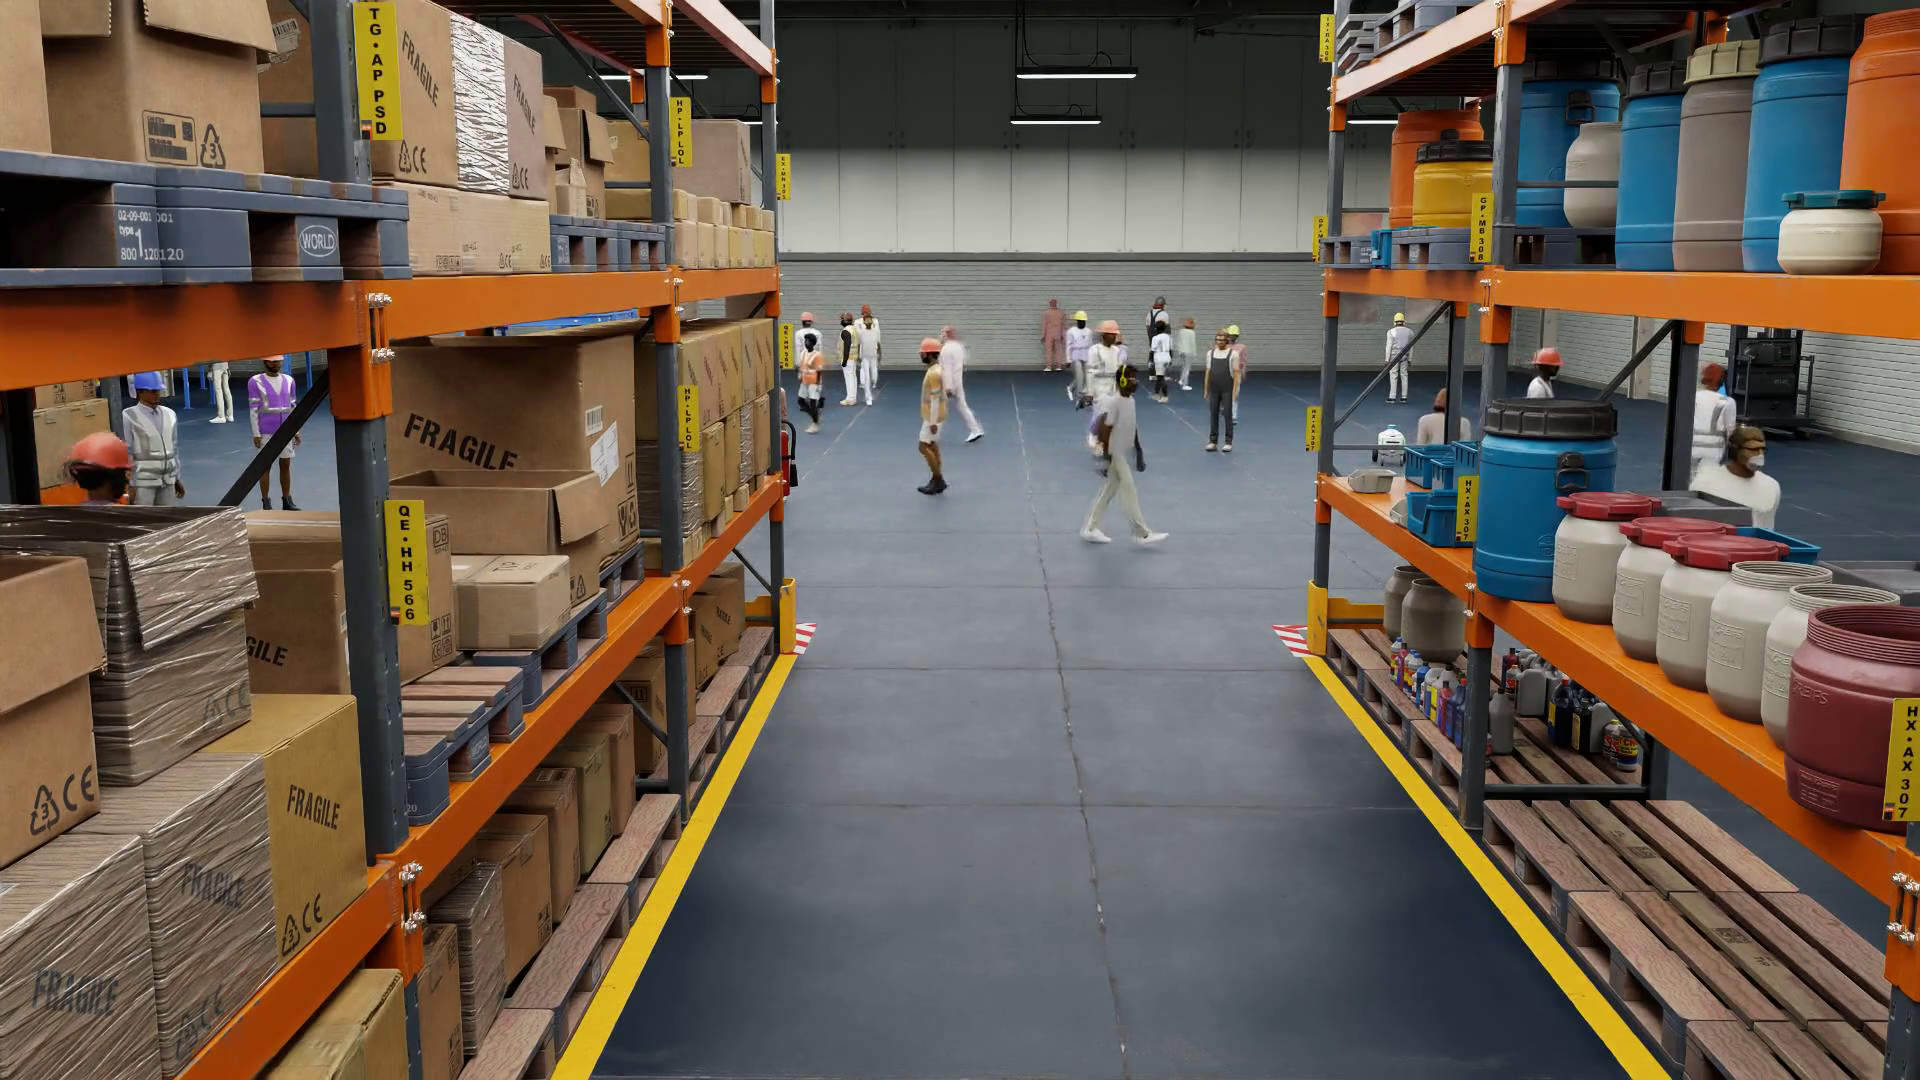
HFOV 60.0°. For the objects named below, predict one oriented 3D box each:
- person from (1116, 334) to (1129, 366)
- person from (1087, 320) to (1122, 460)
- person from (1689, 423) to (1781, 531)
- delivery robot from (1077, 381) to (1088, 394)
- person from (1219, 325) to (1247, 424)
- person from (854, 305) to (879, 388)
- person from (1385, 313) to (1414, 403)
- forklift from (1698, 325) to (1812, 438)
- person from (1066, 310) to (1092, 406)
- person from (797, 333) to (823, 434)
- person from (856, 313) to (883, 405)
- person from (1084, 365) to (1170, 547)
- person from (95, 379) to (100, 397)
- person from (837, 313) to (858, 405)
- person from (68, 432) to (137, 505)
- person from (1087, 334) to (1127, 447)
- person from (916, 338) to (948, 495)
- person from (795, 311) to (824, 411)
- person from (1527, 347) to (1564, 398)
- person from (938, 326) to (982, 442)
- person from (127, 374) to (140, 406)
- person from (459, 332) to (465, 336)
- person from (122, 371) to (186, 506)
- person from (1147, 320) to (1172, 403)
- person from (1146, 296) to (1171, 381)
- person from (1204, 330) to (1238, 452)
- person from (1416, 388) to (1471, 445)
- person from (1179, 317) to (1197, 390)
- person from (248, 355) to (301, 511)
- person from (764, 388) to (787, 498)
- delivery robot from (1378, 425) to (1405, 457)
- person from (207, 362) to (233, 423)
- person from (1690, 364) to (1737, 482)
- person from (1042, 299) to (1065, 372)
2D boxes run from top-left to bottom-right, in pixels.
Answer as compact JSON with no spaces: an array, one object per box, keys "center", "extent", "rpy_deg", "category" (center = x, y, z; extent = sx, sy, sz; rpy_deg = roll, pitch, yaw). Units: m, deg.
[{"center":[2.865,-3.046,30.642],"extent":[0.515,1.576,0.882],"rpy_deg":[0,9,3],"category":"person"},{"center":[2.162,-2.147,23.964],"extent":[0.647,2.019,0.637],"rpy_deg":[9,13,44],"category":"person"},{"center":[4.691,0.216,10.211],"extent":[0.634,1.899,1.006],"rpy_deg":[-1,10,-9],"category":"person"},{"center":[2.511,-2.978,32.397],"extent":[0.335,0.223,0.698],"rpy_deg":[4,10,22],"category":"delivery robot"},{"center":[4.812,-2.942,29.499],"extent":[0.540,1.754,0.461],"rpy_deg":[0,9,-3],"category":"person"},{"center":[-2.129,-4.421,37.990],"extent":[0.572,1.886,0.353],"rpy_deg":[-2,10,-11],"category":"person"},{"center":[8.921,-3.700,33.858],"extent":[0.598,1.822,0.403],"rpy_deg":[-2,10,-13],"category":"person"},{"center":[13.248,-3.165,27.620],"extent":[1.129,2.768,1.873],"rpy_deg":[0,9,1],"category":"forklift"},{"center":[2.366,-3.675,33.484],"extent":[0.591,1.903,0.751],"rpy_deg":[-7,12,-34],"category":"person"},{"center":[-2.504,-2.624,27.816],"extent":[0.370,1.682,0.547],"rpy_deg":[-8,13,-41],"category":"person"},{"center":[-1.823,-3.650,33.463],"extent":[0.529,1.851,0.526],"rpy_deg":[-3,10,-15],"category":"person"},{"center":[1.672,-0.854,16.814],"extent":[0.983,1.826,0.540],"rpy_deg":[5,11,27],"category":"person"},{"center":[-8.889,-0.847,16.978],"extent":[0.540,1.749,0.411],"rpy_deg":[2,10,15],"category":"person"},{"center":[-2.259,-3.651,33.509],"extent":[0.430,1.843,0.625],"rpy_deg":[2,10,12],"category":"person"},{"center":[-4.170,0.488,8.137],"extent":[0.616,2.029,0.569],"rpy_deg":[2,10,13],"category":"person"},{"center":[2.205,-2.256,25.010],"extent":[0.662,1.885,0.589],"rpy_deg":[-2,10,-13],"category":"person"},{"center":[-0.360,-1.534,20.583],"extent":[0.367,1.933,0.550],"rpy_deg":[1,10,4],"category":"person"},{"center":[-2.885,-3.424,31.938],"extent":[0.552,1.922,0.616],"rpy_deg":[-6,11,-31],"category":"person"},{"center":[6.394,-1.204,18.636],"extent":[0.692,1.916,0.549],"rpy_deg":[4,10,23],"category":"person"},{"center":[-0.099,-2.484,26.488],"extent":[0.988,1.862,0.660],"rpy_deg":[4,10,22],"category":"person"},{"center":[-11.337,-1.940,23.046],"extent":[0.377,1.912,0.592],"rpy_deg":[-5,11,-26],"category":"person"},{"center":[-8.758,-3.125,30.158],"extent":[0.630,1.920,0.707],"rpy_deg":[1,10,8],"category":"person"},{"center":[-6.990,-0.517,14.415],"extent":[0.404,1.948,0.605],"rpy_deg":[4,10,22],"category":"person"},{"center":[4.009,-3.633,33.886],"extent":[0.557,1.664,0.755],"rpy_deg":[-9,13,-42],"category":"person"},{"center":[4.874,-4.885,40.432],"extent":[0.537,2.000,0.688],"rpy_deg":[-7,12,-38],"category":"person"},{"center":[3.959,-2.266,25.241],"extent":[0.515,1.838,0.357],"rpy_deg":[5,11,29],"category":"person"},{"center":[4.816,-0.710,16.584],"extent":[0.533,1.605,0.717],"rpy_deg":[3,10,18],"category":"person"},{"center":[5.124,-4.187,37.379],"extent":[0.375,1.619,0.522],"rpy_deg":[-5,11,-29],"category":"person"},{"center":[-7.727,-1.242,18.794],"extent":[0.358,1.938,0.542],"rpy_deg":[8,13,41],"category":"person"},{"center":[-2.257,-1.272,19.847],"extent":[0.520,1.645,0.307],"rpy_deg":[9,13,43],"category":"person"},{"center":[6.152,-1.398,23.708],"extent":[0.477,0.478,0.707],"rpy_deg":[2,10,11],"category":"delivery robot"},{"center":[-13.262,-3.036,29.744],"extent":[0.328,1.872,0.511],"rpy_deg":[3,10,16],"category":"person"},{"center":[7.605,-0.875,16.942],"extent":[1.006,1.826,0.586],"rpy_deg":[-8,12,-38],"category":"person"},{"center":[2.430,-5.369,43.614],"extent":[0.651,1.904,0.403],"rpy_deg":[-4,10,-22],"category":"person"}]
